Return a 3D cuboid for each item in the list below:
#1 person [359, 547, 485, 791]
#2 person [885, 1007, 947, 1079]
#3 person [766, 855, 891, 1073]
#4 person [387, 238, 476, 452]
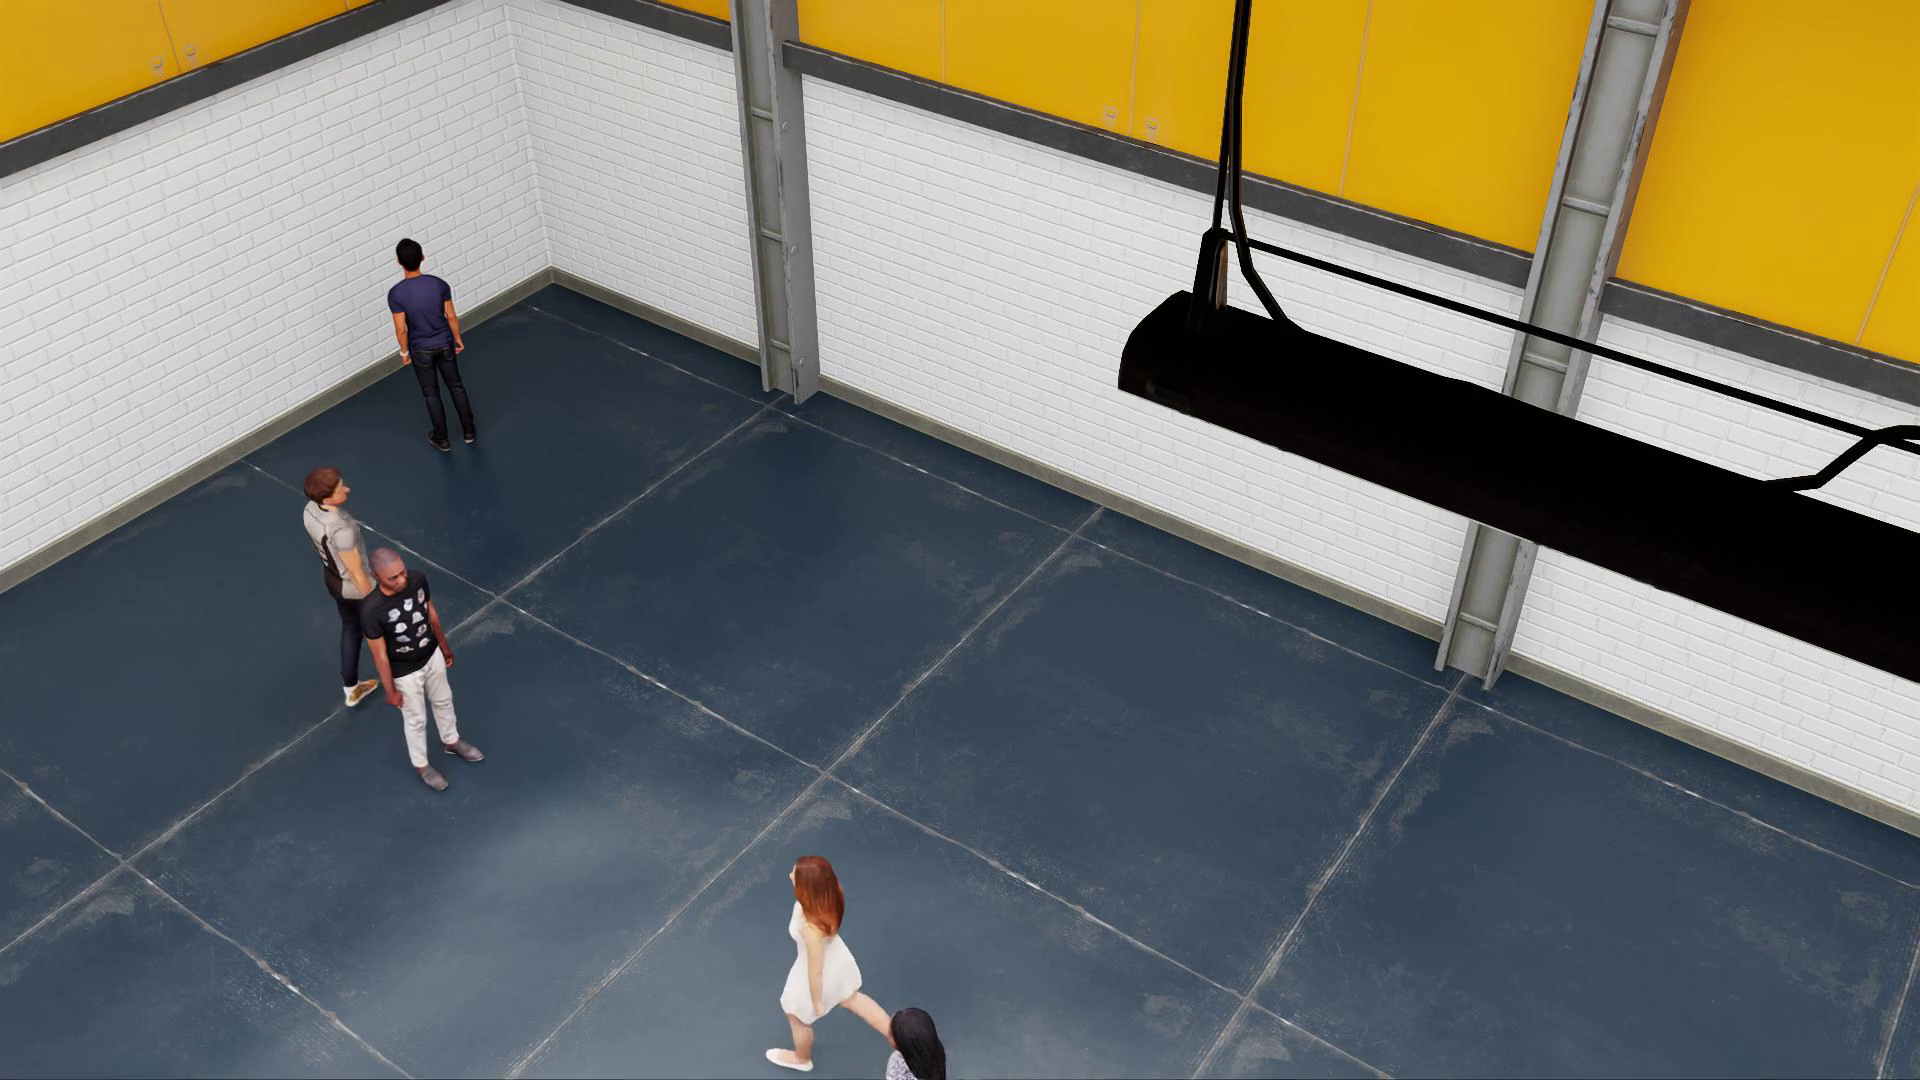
[{"bbox_3d":[-3.330,0.740,10.104,0.620,1.801,0.668,21,43,24],"label":"person"},{"bbox_3d":[-0.117,2.746,7.669,0.915,1.705,0.803,8,39,9],"label":"person"},{"bbox_3d":[-0.610,2.177,8.396,1.129,1.686,0.773,11,40,13],"label":"person"},{"bbox_3d":[-4.114,-1.510,12.930,0.716,1.790,0.664,-22,43,-25],"label":"person"}]
